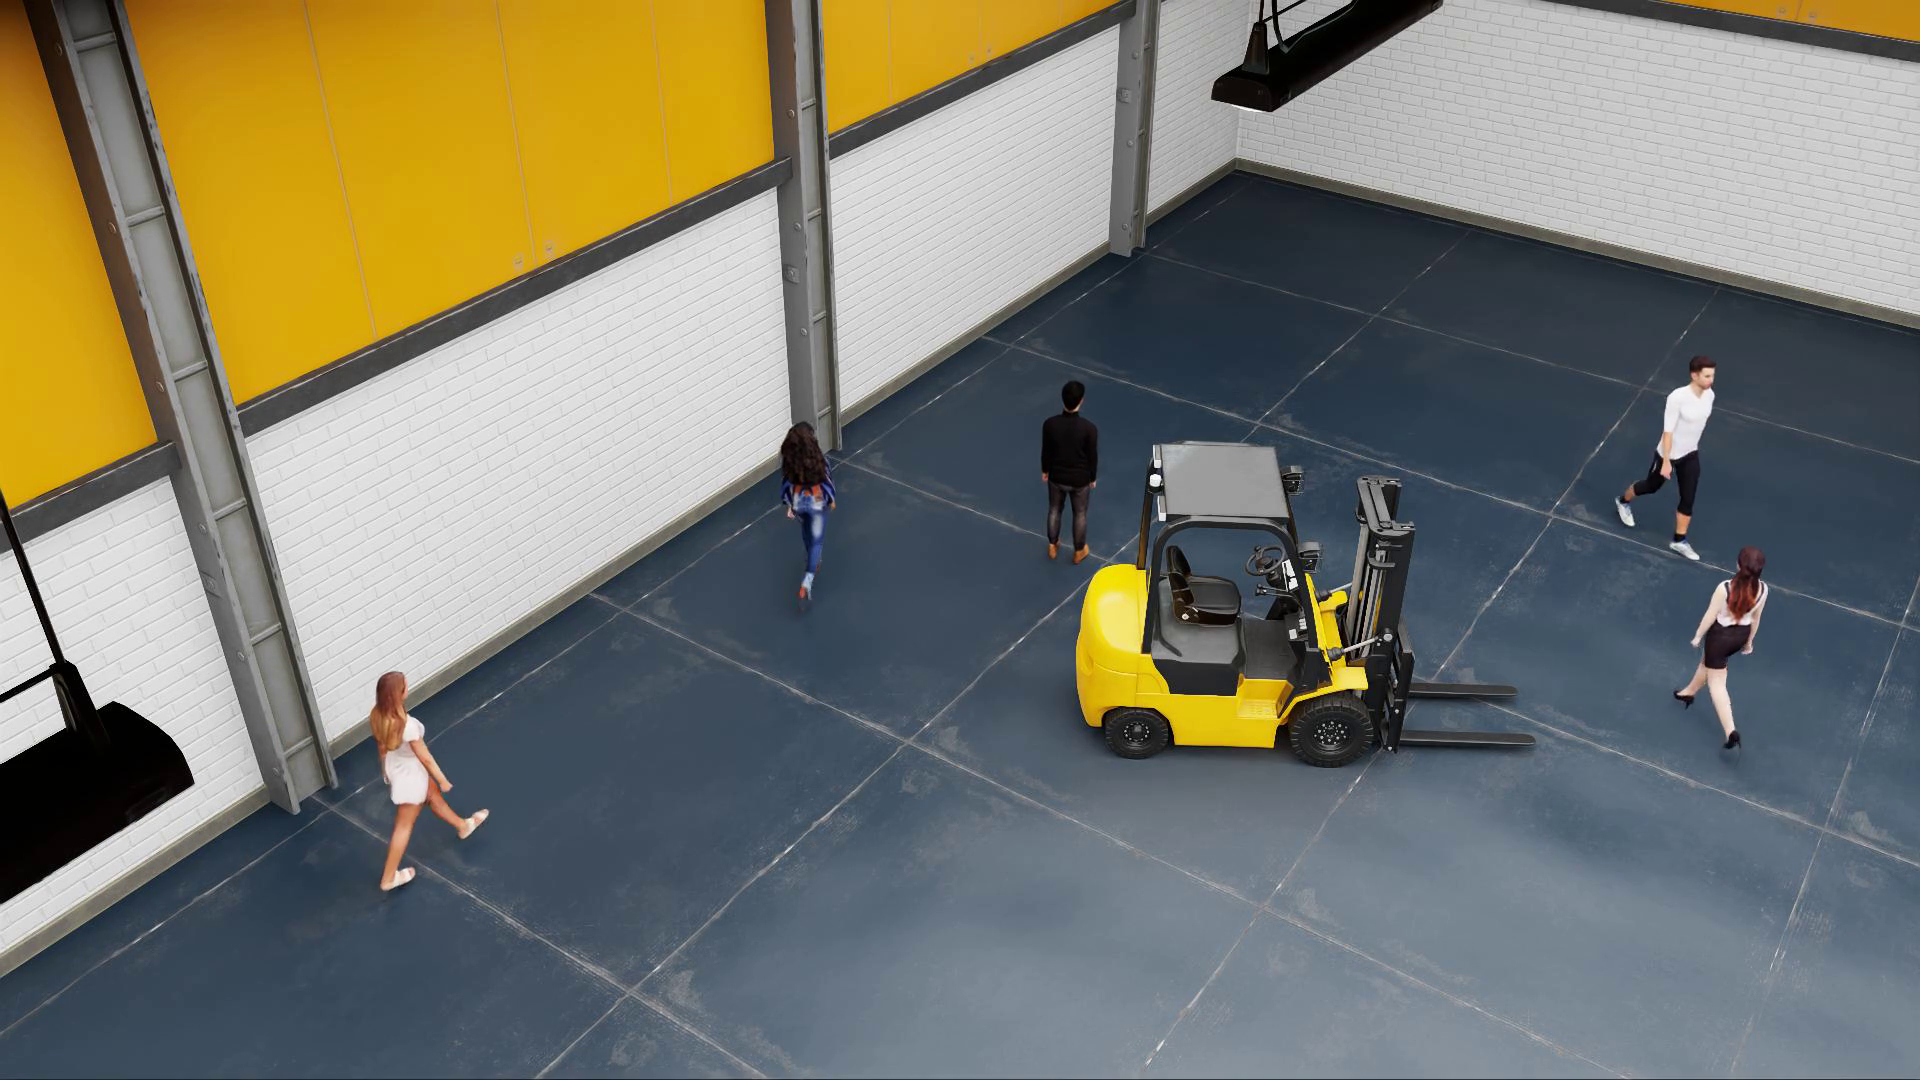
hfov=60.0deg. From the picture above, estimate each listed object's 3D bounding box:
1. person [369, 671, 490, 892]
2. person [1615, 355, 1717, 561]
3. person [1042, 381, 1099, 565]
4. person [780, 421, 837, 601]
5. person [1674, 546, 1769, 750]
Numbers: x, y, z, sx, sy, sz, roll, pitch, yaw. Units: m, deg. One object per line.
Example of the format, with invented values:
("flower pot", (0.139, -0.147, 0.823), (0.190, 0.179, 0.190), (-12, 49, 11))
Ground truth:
("person", (-3.746, 1.637, 11.107), (0.646, 1.645, 1.145), (25, 41, 32))
("person", (6.227, -0.802, 14.615), (1.234, 1.824, 1.196), (-10, 35, -15))
("person", (0.945, -0.582, 14.377), (0.698, 1.721, 0.638), (11, 35, 16))
("person", (-1.272, -0.233, 13.975), (0.852, 1.584, 1.116), (8, 34, 12))
("person", (5.721, 0.817, 12.369), (1.034, 1.614, 1.106), (-5, 34, -8))
